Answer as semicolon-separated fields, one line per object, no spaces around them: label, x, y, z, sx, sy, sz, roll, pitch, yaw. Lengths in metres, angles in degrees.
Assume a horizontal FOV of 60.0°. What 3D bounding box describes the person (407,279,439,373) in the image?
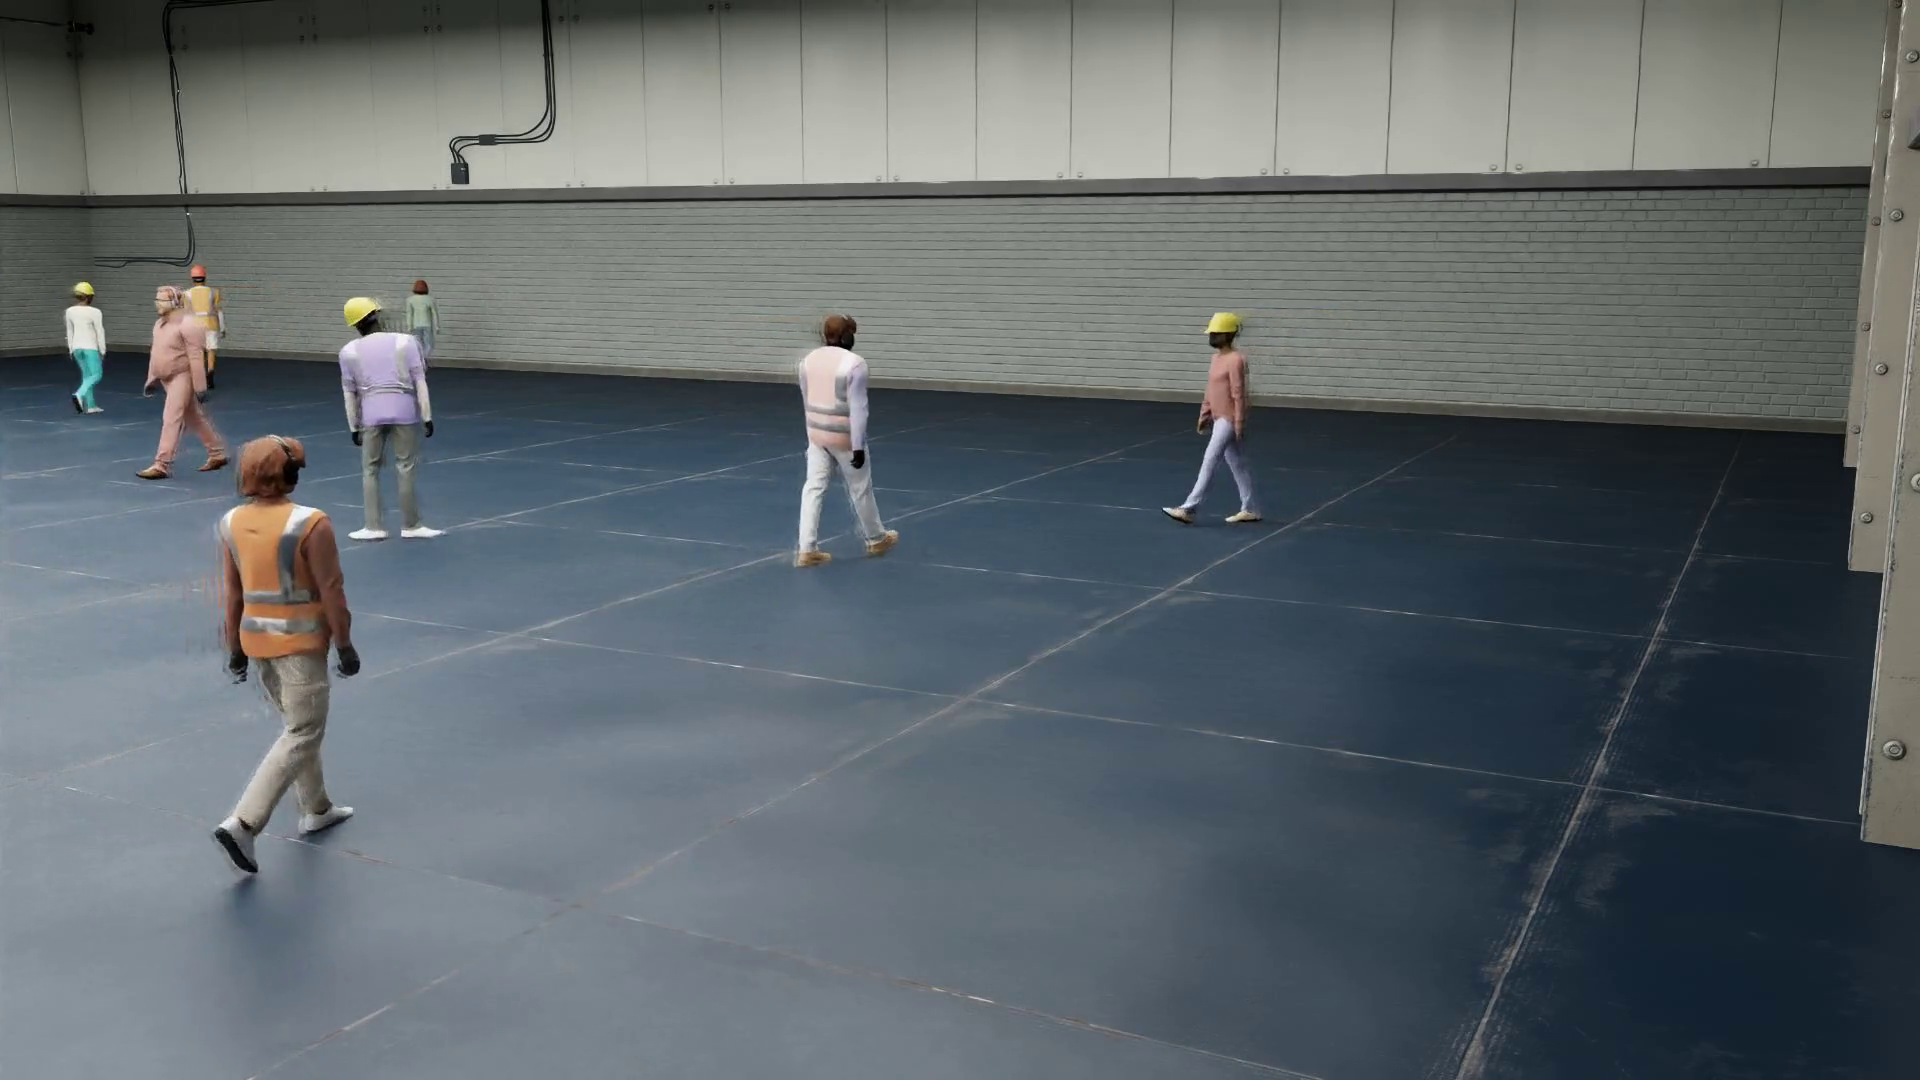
person;-9.127;-3.619;28.240;0.508;1.612;0.615;-1;10;-3

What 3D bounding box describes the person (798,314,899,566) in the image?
person;-0.850;-0.729;11.999;0.652;1.790;0.946;8;13;36

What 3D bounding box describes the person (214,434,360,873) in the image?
person;-2.578;0.411;6.269;0.514;1.610;0.743;5;11;25

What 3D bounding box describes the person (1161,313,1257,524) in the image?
person;2.054;-0.971;13.486;0.876;1.717;0.549;-2;11;-9

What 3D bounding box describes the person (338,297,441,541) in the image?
person;-4.404;-0.928;12.870;0.699;1.878;0.378;-2;11;-11

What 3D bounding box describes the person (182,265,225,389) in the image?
person;-11.636;-3.271;25.589;0.546;1.904;0.930;-3;11;-17

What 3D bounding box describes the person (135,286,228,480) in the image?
person;-7.667;-1.550;16.305;0.634;1.864;1.010;9;13;39

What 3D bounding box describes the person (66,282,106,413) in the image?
person;-11.485;-2.498;21.789;0.529;1.750;0.641;2;11;11
